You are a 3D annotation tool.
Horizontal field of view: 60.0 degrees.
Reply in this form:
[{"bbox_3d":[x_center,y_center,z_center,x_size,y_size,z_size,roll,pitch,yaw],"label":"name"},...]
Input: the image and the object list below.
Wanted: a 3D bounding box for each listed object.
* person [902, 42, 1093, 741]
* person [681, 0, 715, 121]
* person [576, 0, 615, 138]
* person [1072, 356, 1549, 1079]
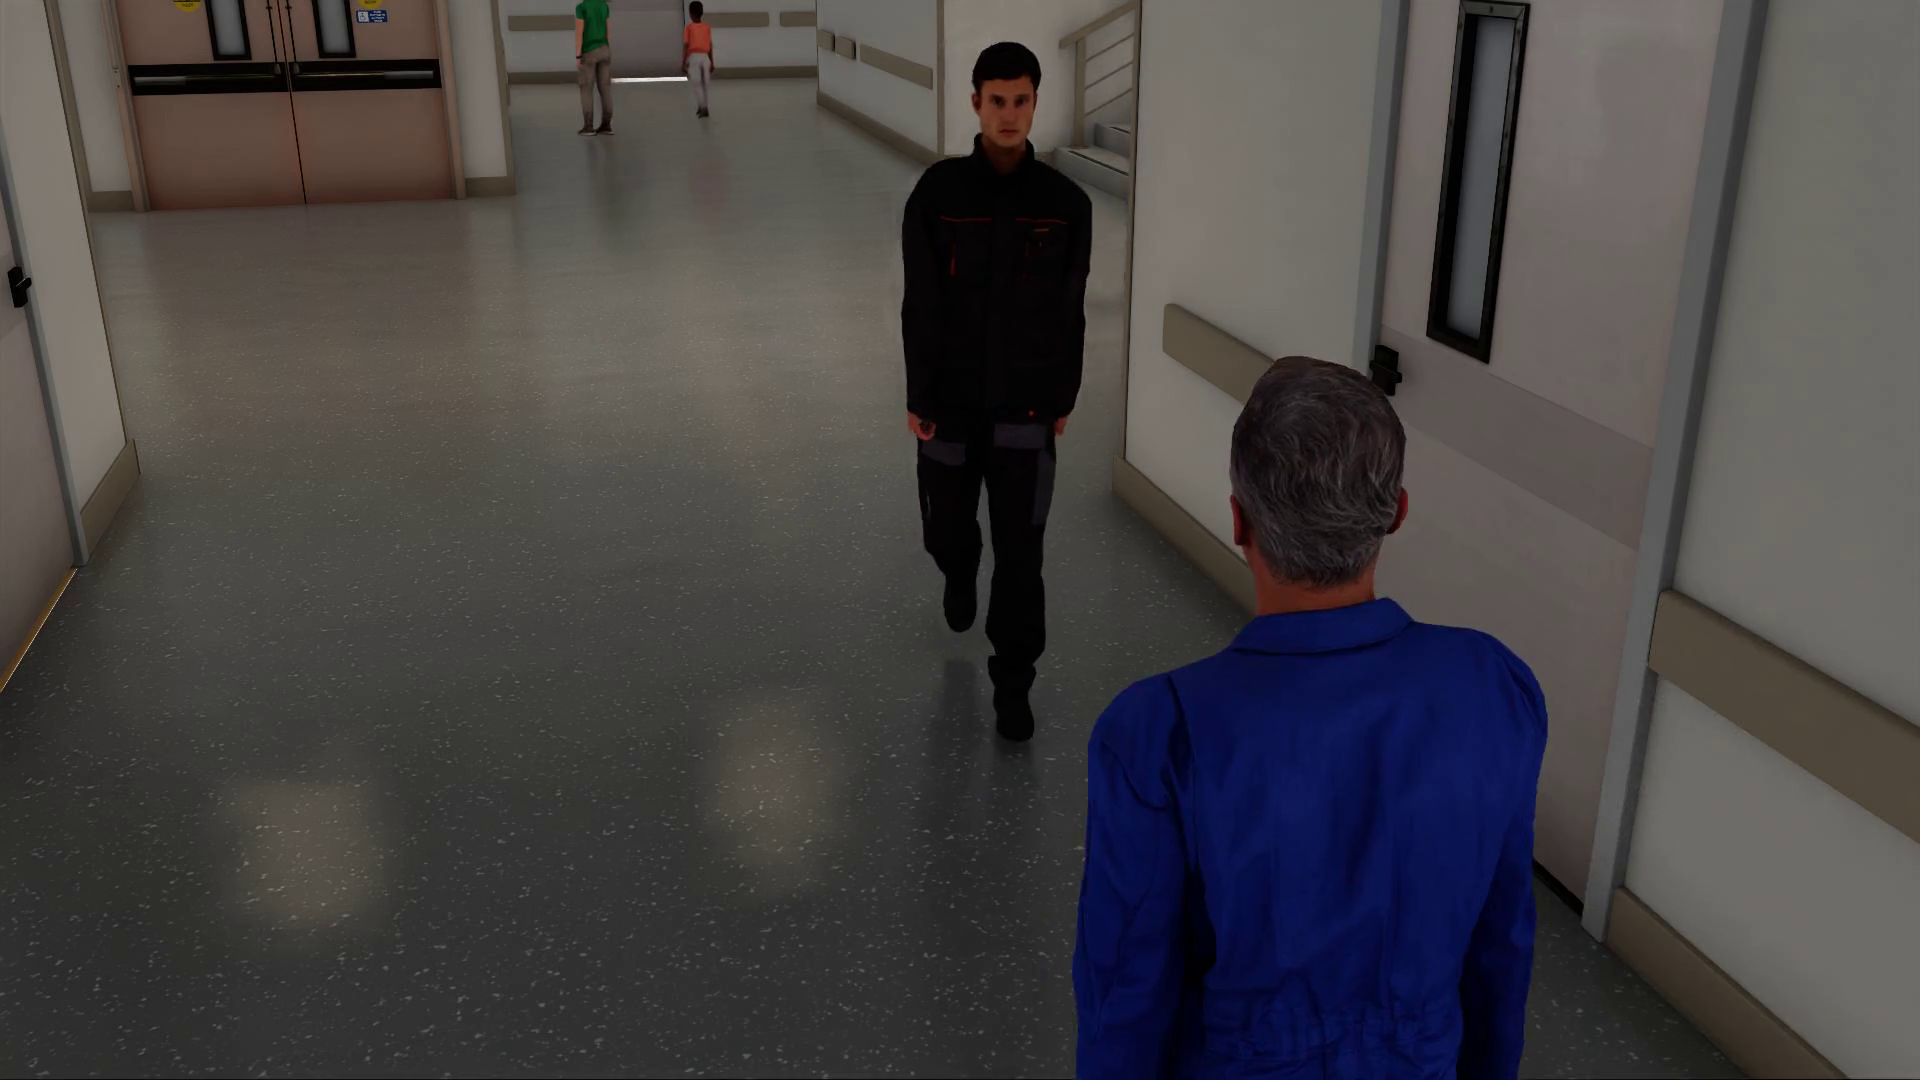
[{"bbox_3d":[0.071,-0.446,4.861,1.219,1.907,0.968,0,21,0],"label":"person"},{"bbox_3d":[-2.942,-5.403,18.818,0.764,1.292,0.669,-11,23,-26],"label":"person"},{"bbox_3d":[-3.818,-5.116,17.560,0.660,1.647,0.757,-18,27,-40],"label":"person"},{"bbox_3d":[0.416,0.730,1.903,0.989,1.805,0.888,-2,21,-6],"label":"person"}]
